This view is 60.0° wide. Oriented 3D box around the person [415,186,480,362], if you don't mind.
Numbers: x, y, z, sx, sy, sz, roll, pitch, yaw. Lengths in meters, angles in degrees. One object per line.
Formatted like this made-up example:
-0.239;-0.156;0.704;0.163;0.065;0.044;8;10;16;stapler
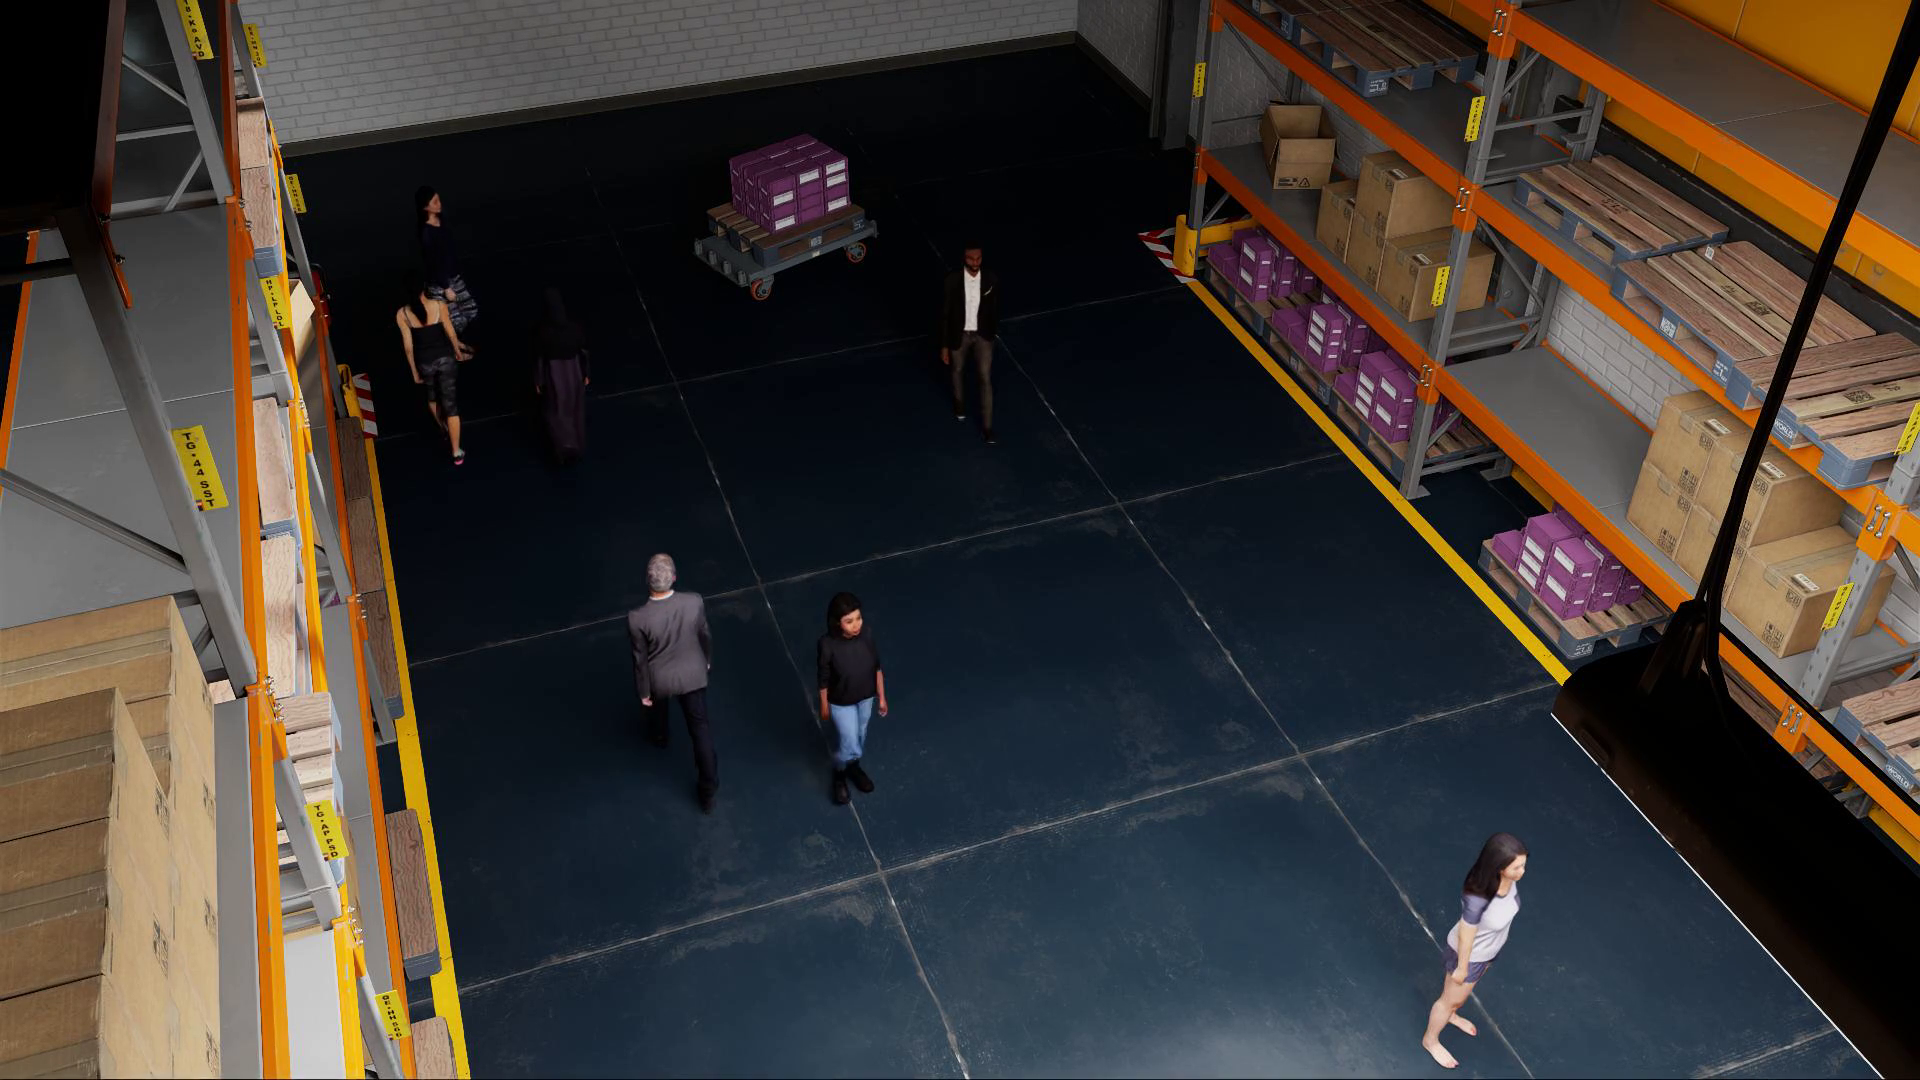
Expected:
-4.645;-2.324;14.689;0.767;1.725;0.666;3;39;4;person

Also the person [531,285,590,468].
-3.216;-1.285;13.486;0.651;1.602;0.809;-18;42;-21;person

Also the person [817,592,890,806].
-0.746;0.960;10.609;0.644;1.683;0.690;-27;46;-29;person

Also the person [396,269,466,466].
-4.250;-1.365;13.502;0.611;1.707;0.856;-9;39;-11;person

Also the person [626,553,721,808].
-1.777;0.916;10.581;0.743;1.788;1.219;-15;41;-18;person

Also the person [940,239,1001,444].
0.042;-1.745;13.930;0.814;1.765;1.131;-5;39;-7;person

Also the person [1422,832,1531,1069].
2.812;2.189;9.052;0.679;1.706;0.673;28;46;30;person
